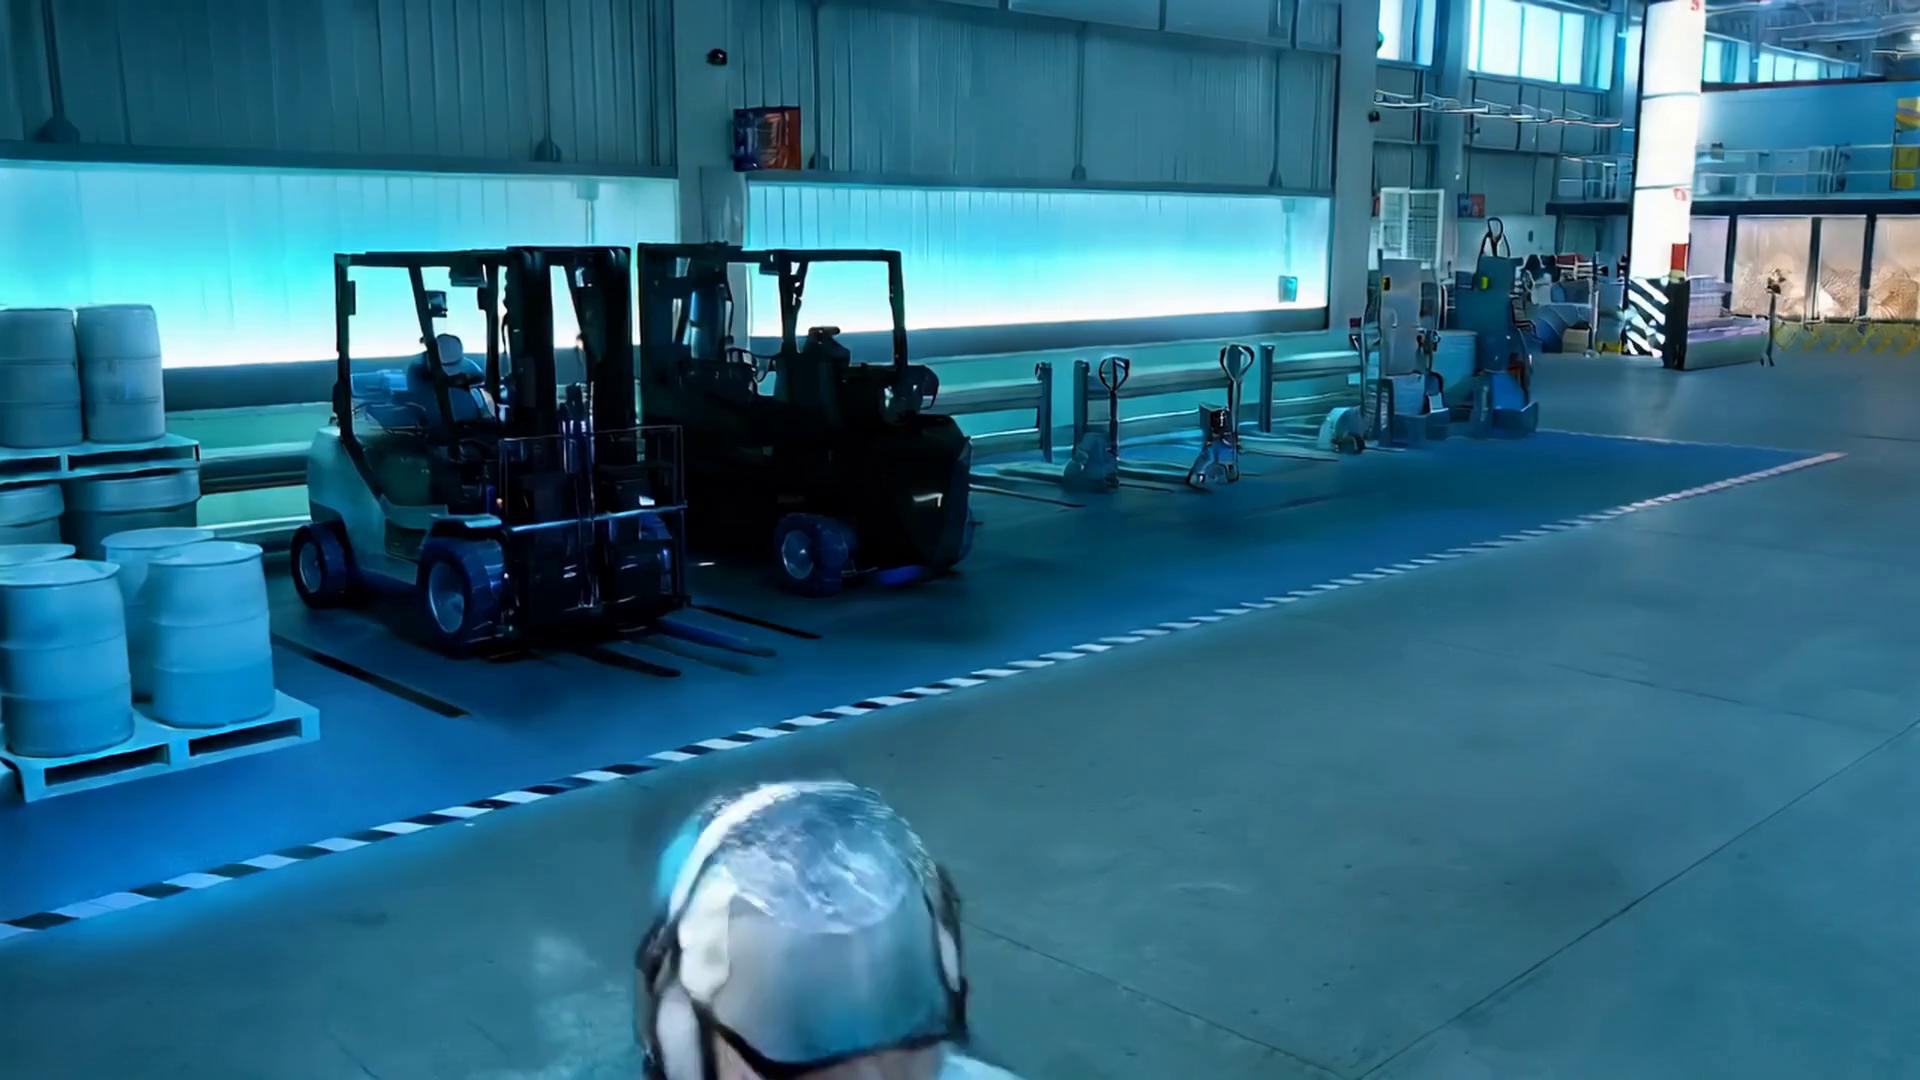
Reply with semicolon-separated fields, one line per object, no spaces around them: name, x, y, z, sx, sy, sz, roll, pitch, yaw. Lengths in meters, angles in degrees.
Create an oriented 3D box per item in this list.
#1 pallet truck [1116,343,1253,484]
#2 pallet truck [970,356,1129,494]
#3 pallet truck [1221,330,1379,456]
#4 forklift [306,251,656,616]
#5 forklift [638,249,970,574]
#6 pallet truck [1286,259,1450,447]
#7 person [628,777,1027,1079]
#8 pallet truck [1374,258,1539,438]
pallet truck;1.962;-1.215;15.415;1.522;1.261;0.704;10;14;43
pallet truck;0.784;-1.085;14.876;0.680;1.201;1.601;-10;14;-44
pallet truck;3.563;-1.581;17.381;0.653;1.274;1.630;-10;14;-44
forklift;-2.833;-0.669;9.694;1.157;1.987;2.680;-10;14;-44
forklift;-1.173;-0.958;11.239;2.680;1.987;1.157;10;14;43
pallet truck;4.493;-2.078;18.196;0.823;1.965;1.885;-9;14;-40
person;-0.085;1.104;1.197;0.645;1.866;0.929;-5;12;-26
pallet truck;5.704;-2.208;18.901;1.885;1.965;0.823;10;14;43
